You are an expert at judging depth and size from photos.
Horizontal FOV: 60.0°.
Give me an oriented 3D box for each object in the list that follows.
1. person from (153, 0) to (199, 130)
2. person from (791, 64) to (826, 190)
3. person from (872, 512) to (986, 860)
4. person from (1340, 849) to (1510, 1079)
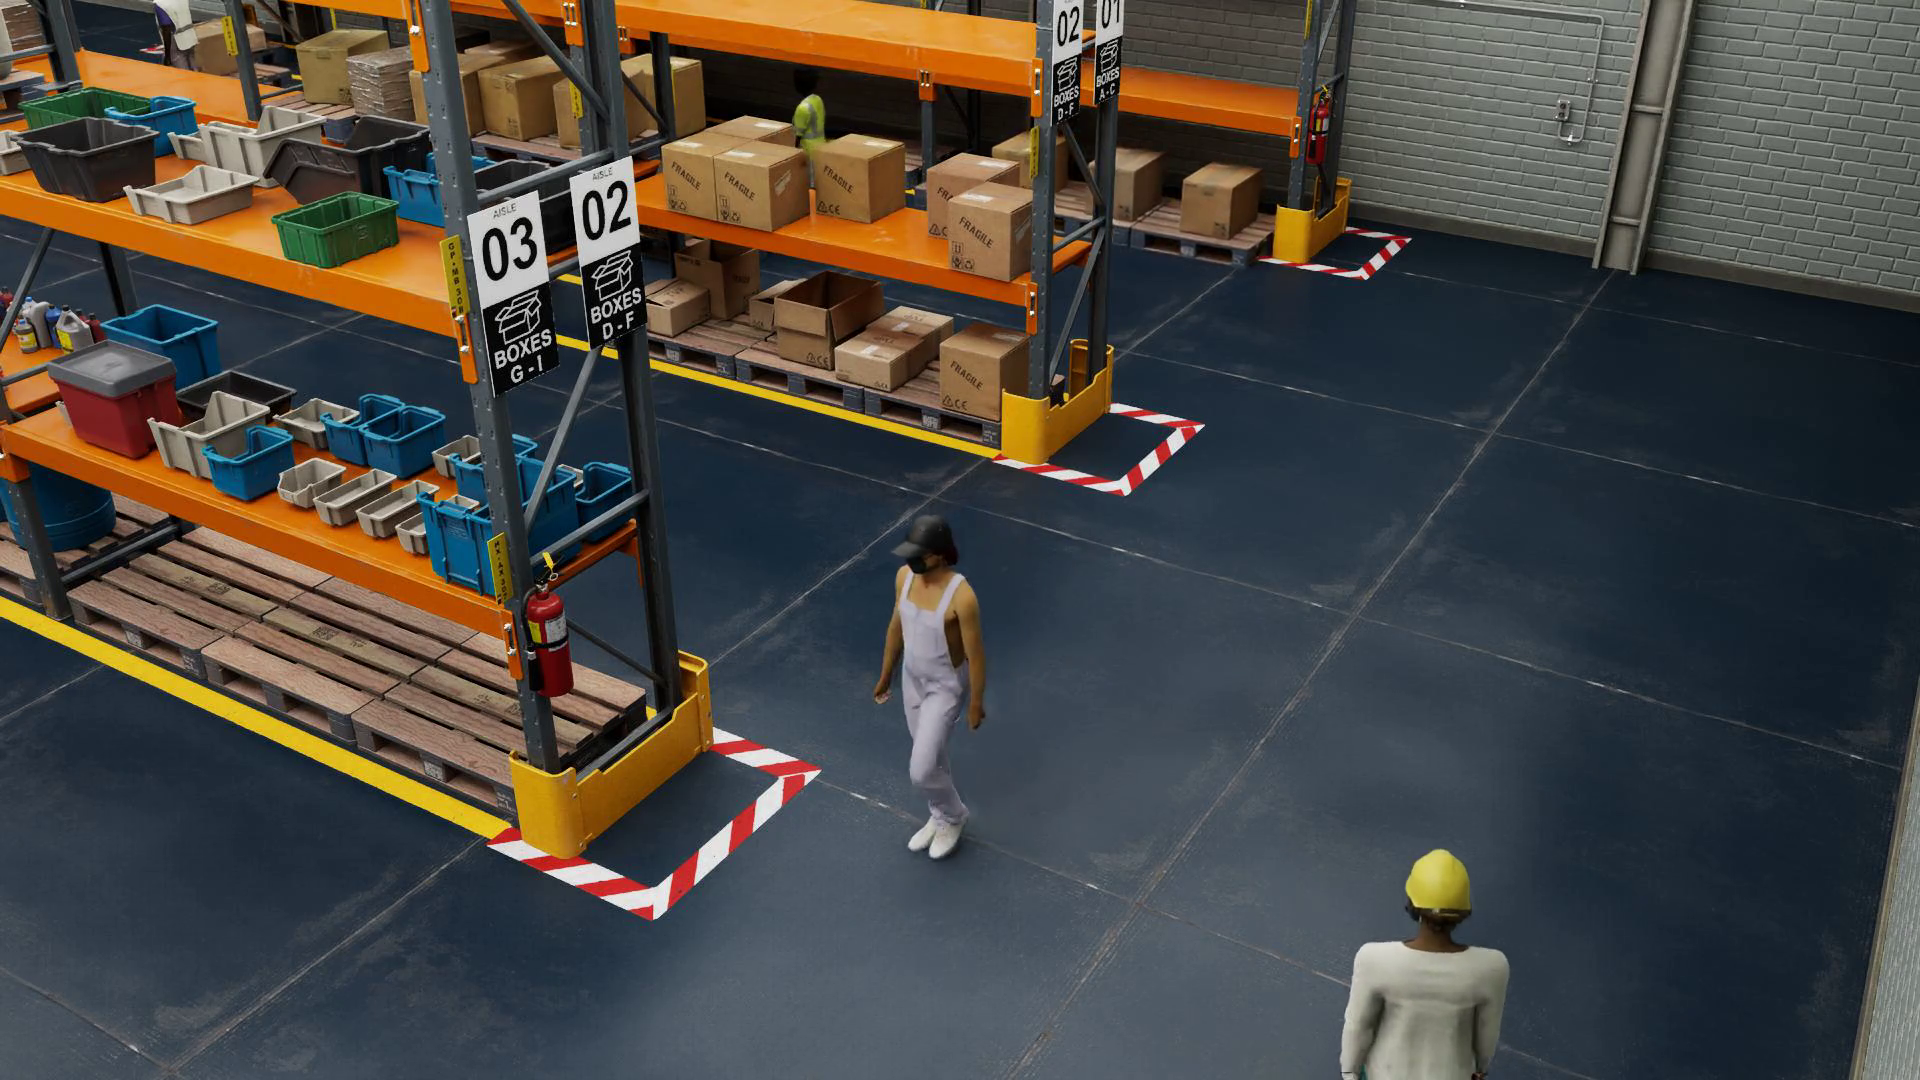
[{"bbox_3d":[-8.994,-5.668,19.180,0.387,1.849,0.566,3,29,6],"label":"person"},{"bbox_3d":[-1.461,-3.660,15.756,0.757,1.660,0.538,4,29,7],"label":"person"},{"bbox_3d":[-0.159,0.694,7.765,0.447,1.845,0.524,-24,37,-36],"label":"person"},{"bbox_3d":[1.594,1.832,5.826,0.538,1.755,0.397,5,30,10],"label":"person"}]
